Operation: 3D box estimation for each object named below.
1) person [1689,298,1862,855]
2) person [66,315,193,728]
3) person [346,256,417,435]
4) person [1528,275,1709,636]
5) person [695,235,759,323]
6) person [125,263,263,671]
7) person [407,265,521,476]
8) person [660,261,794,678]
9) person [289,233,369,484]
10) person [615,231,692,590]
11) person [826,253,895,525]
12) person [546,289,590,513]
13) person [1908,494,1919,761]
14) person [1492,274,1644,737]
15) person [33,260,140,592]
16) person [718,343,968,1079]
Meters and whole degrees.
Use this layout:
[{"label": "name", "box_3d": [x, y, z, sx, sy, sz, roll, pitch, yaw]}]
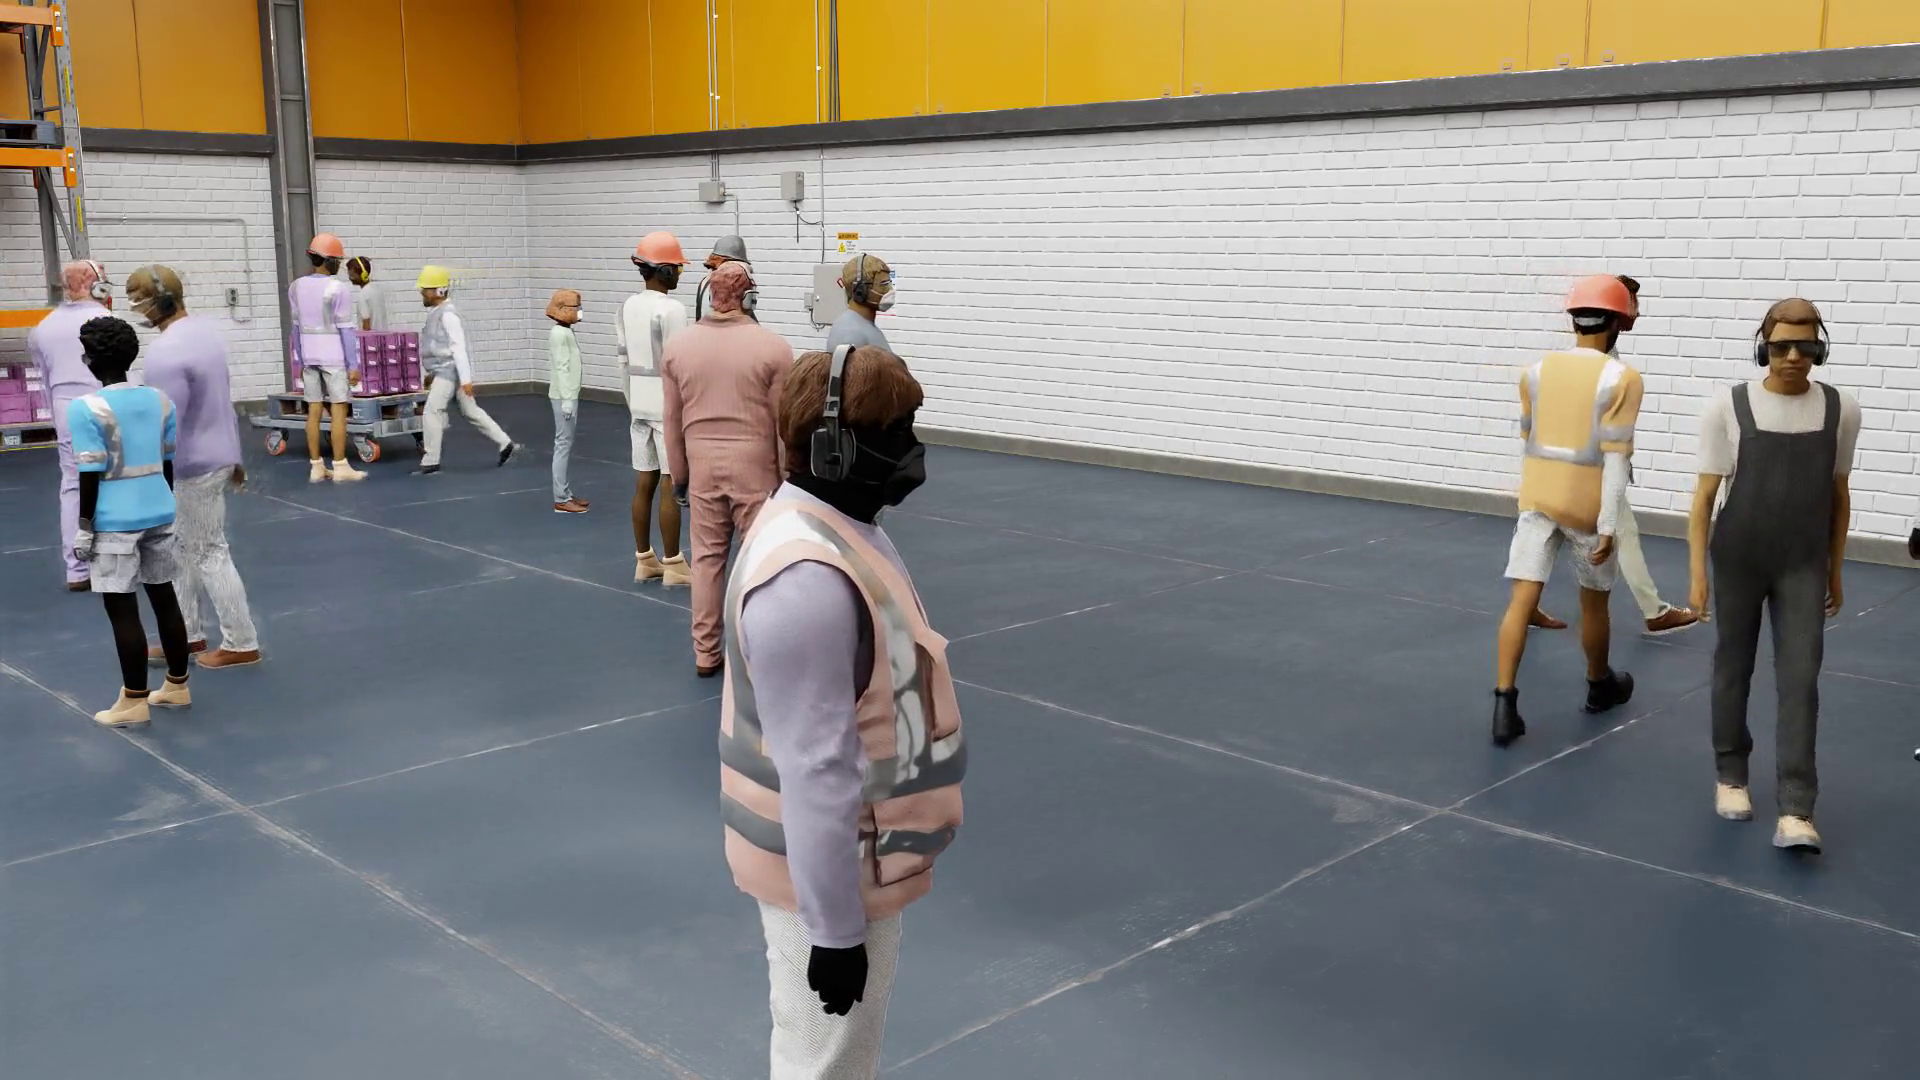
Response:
[{"label": "person", "box_3d": [2.696, 0.121, 5.509, 0.519, 1.810, 0.828, 3, 11, 14]}, {"label": "person", "box_3d": [-3.444, -0.074, 6.883, 0.312, 1.697, 0.532, 3, 11, 16]}, {"label": "person", "box_3d": [-5.819, -1.936, 16.710, 0.834, 1.820, 0.579, 2, 11, 11]}, {"label": "person", "box_3d": [3.287, -0.414, 8.413, 0.969, 1.822, 0.515, 1, 10, 8]}, {"label": "person", "box_3d": [-1.810, -1.394, 13.148, 0.536, 2.000, 0.678, -4, 11, -22]}, {"label": "person", "box_3d": [-3.602, -0.304, 7.602, 0.723, 1.895, 0.697, -2, 11, -8]}, {"label": "person", "box_3d": [-4.245, -1.438, 14.161, 0.942, 1.790, 0.602, -4, 11, -20]}, {"label": "person", "box_3d": [-1.017, -0.309, 7.598, 0.652, 1.906, 0.403, 3, 11, 14]}, {"label": "person", "box_3d": [-5.169, -1.472, 13.595, 0.633, 2.040, 0.410, 4, 11, 22]}, {"label": "person", "box_3d": [-1.704, -0.738, 9.560, 0.605, 2.045, 0.378, 10, 14, 44]}, {"label": "person", "box_3d": [-0.454, -0.392, 7.962, 0.373, 1.940, 0.630, 0, 10, 2]}, {"label": "person", "box_3d": [-2.882, -1.020, 12.219, 0.265, 1.631, 0.507, -2, 11, -9]}, {"label": "person", "box_3d": [3.883, -0.071, 6.336, 0.857, 1.887, 0.602, -4, 11, -19]}, {"label": "person", "box_3d": [2.484, -0.135, 6.786, 1.036, 1.873, 0.565, -10, 14, -42]}, {"label": "person", "box_3d": [-4.925, -0.676, 9.670, 0.678, 1.870, 0.914, 2, 11, 13]}, {"label": "person", "box_3d": [-0.200, 0.577, 2.945, 0.429, 1.841, 0.634, 0, 10, -2]}]
